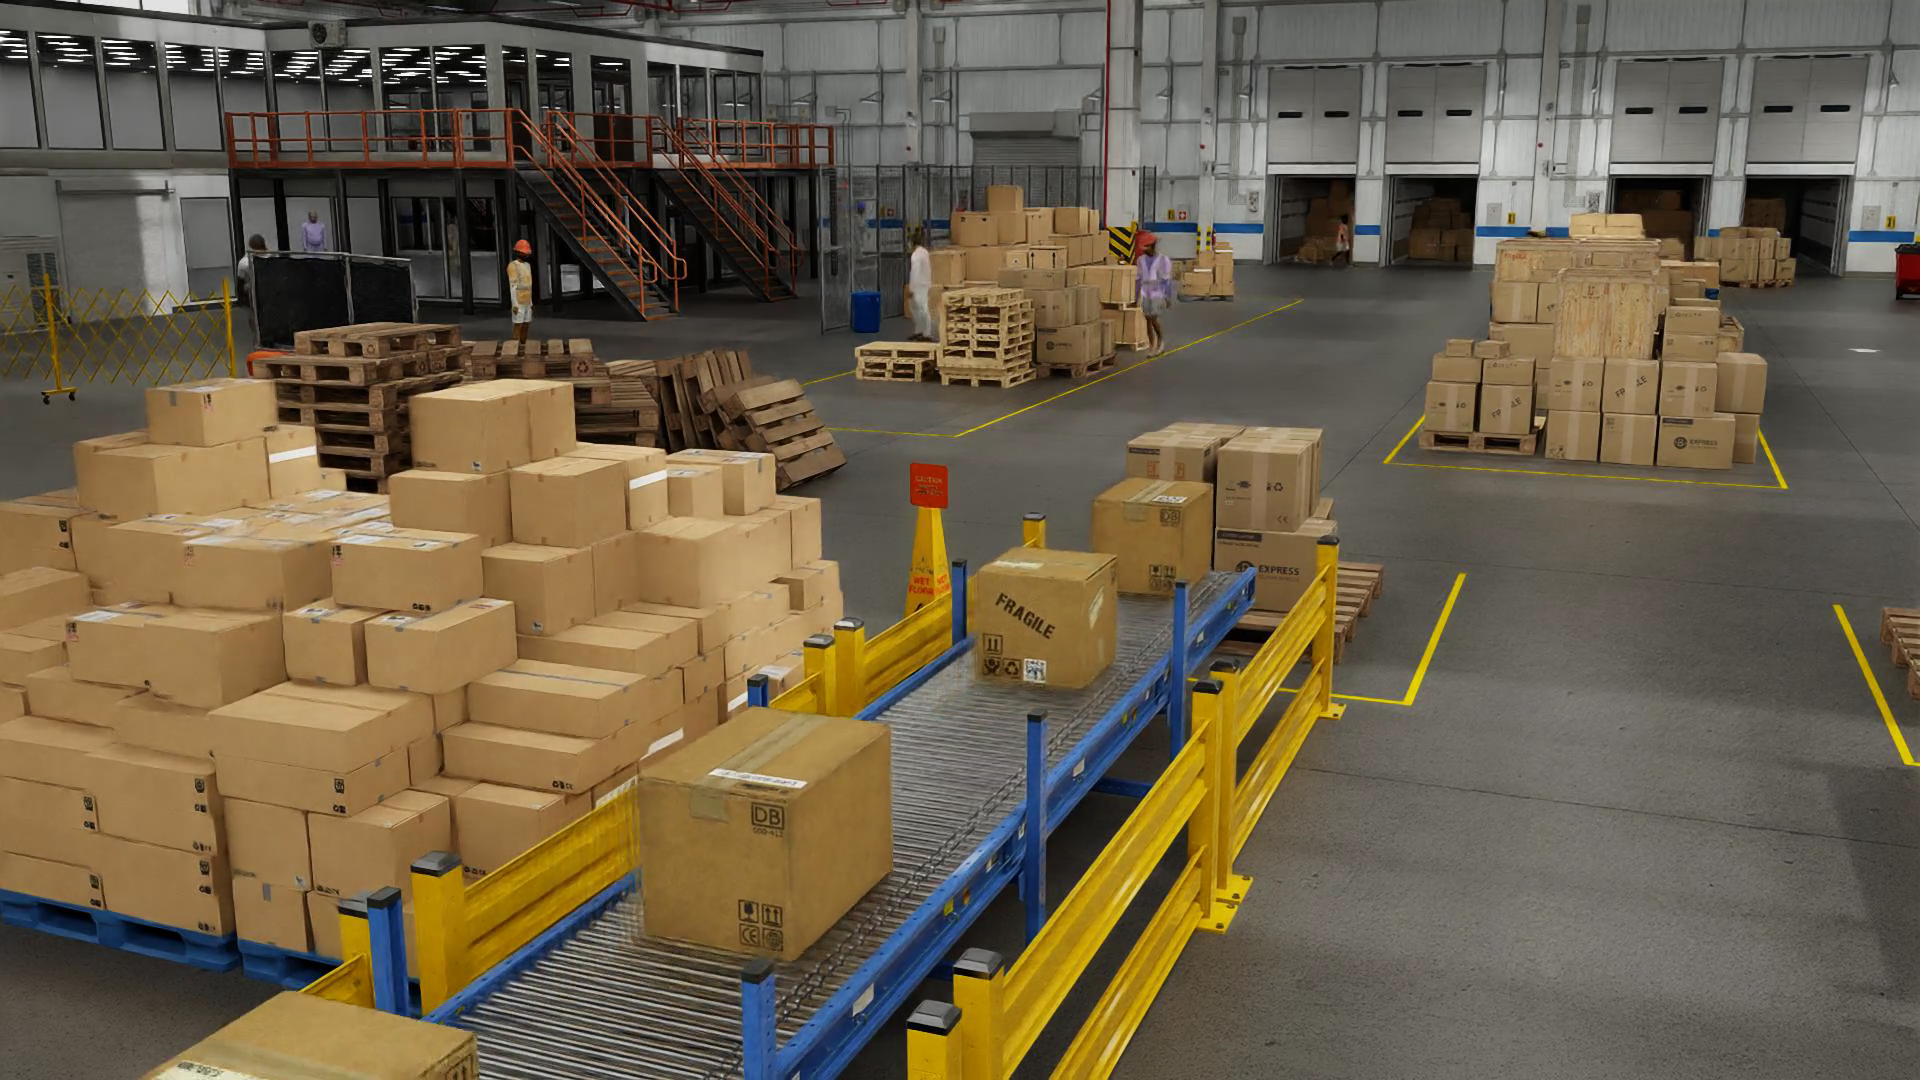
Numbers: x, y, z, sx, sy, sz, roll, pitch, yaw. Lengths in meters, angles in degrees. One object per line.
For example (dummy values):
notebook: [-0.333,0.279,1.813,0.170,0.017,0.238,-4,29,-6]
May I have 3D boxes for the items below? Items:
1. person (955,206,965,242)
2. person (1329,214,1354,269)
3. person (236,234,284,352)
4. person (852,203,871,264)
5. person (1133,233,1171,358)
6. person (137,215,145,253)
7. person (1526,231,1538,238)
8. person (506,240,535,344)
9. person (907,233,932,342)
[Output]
person: [0.001,-8.462,47.144,0.608,1.995,0.378,5,13,19]
person: [11.674,-9.115,50.785,0.688,1.674,0.541,9,15,34]
person: [-11.316,-3.964,26.868,1.026,2.000,0.688,11,16,40]
person: [-3.097,-9.849,53.524,0.815,1.917,0.645,10,16,38]
person: [3.084,-3.911,26.705,0.655,2.006,0.459,10,16,37]
person: [-22.699,-8.192,46.248,0.567,1.841,0.818,1,13,7]
person: [11.274,-5.162,32.714,0.875,1.839,0.519,1,13,5]
person: [-6.833,-3.725,26.054,0.385,1.927,0.545,4,13,17]
person: [-0.765,-4.423,29.196,0.642,1.913,0.651,2,13,11]
